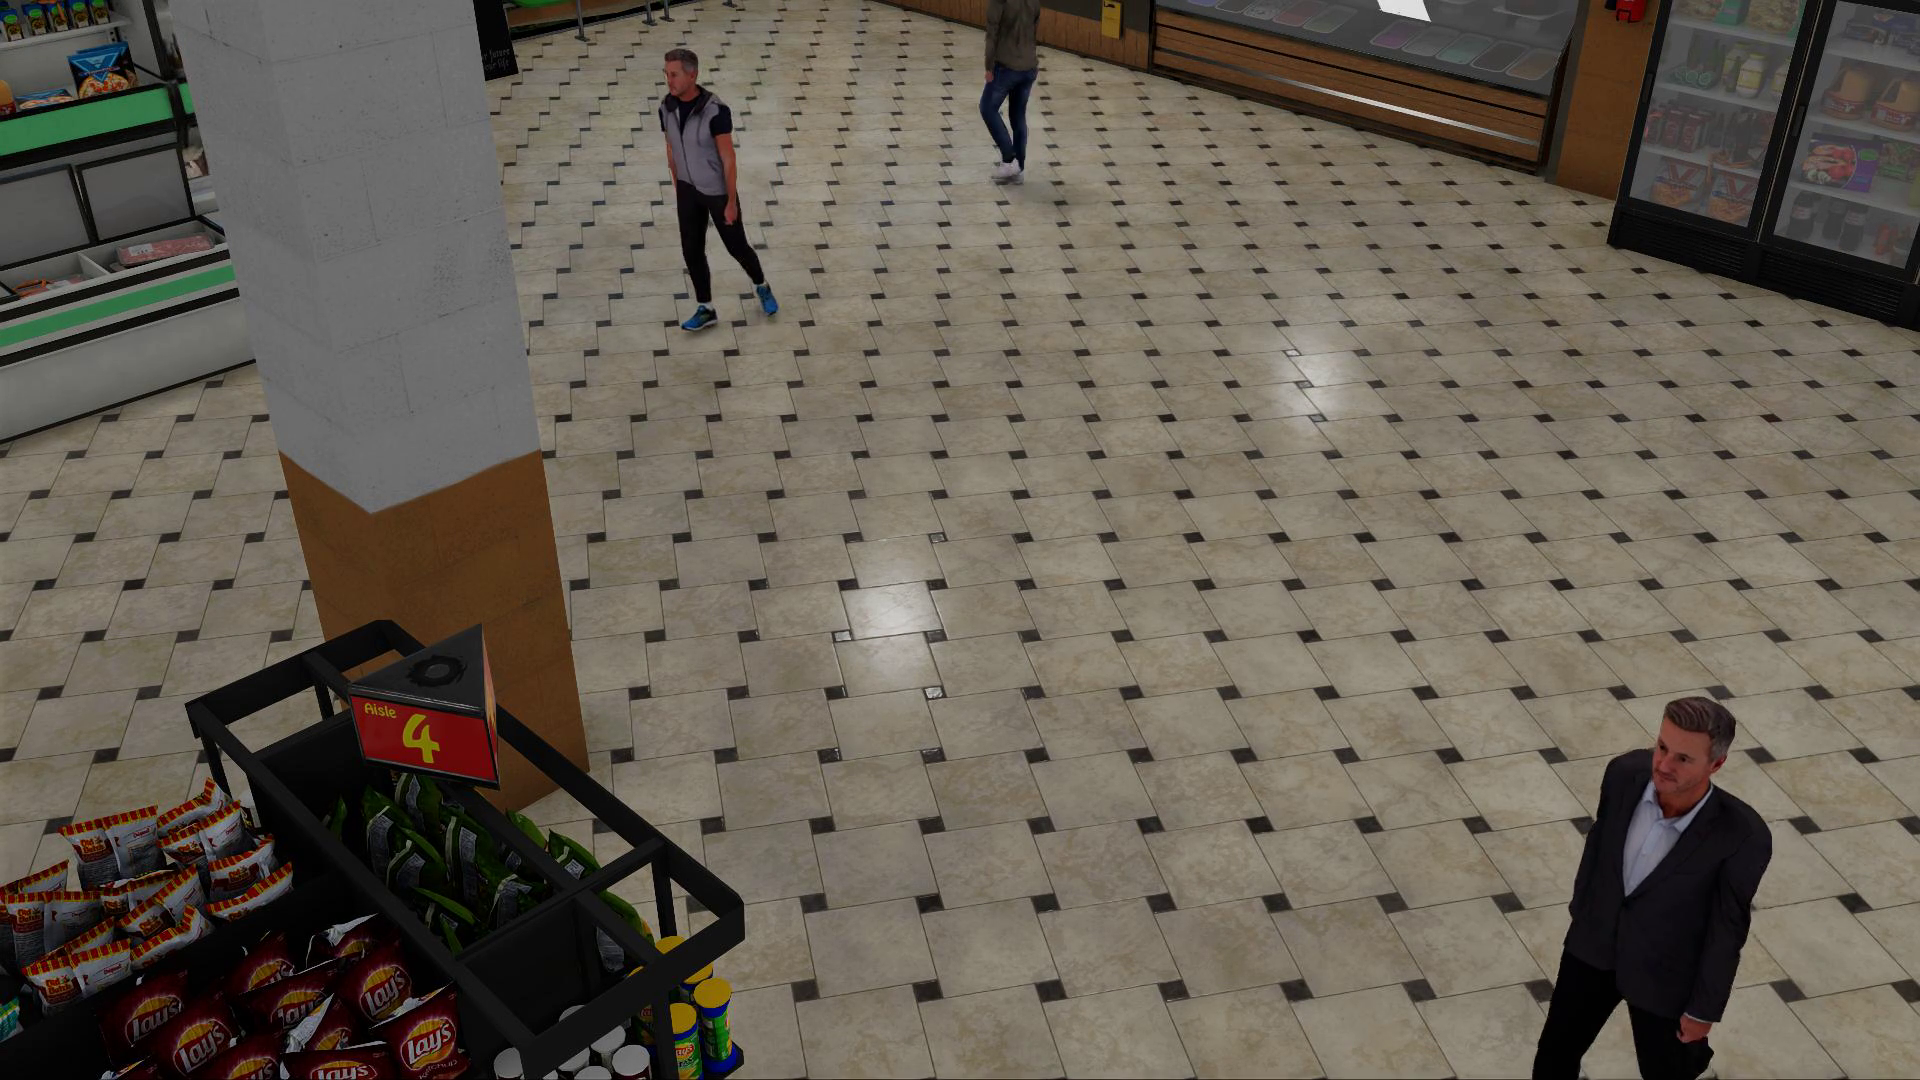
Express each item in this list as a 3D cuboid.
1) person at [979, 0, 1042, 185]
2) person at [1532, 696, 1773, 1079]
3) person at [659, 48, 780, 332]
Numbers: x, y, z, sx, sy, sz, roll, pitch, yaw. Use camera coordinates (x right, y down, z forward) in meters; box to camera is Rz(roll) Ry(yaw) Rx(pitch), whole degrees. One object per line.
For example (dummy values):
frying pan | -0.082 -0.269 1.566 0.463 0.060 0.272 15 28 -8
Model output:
person | 0.451 -3.579 12.586 0.624 1.853 0.805 -22 38 -31
person | 2.070 1.201 4.937 1.149 1.819 0.806 -23 38 -32
person | -1.528 -2.183 10.397 0.879 1.795 1.021 13 34 20
